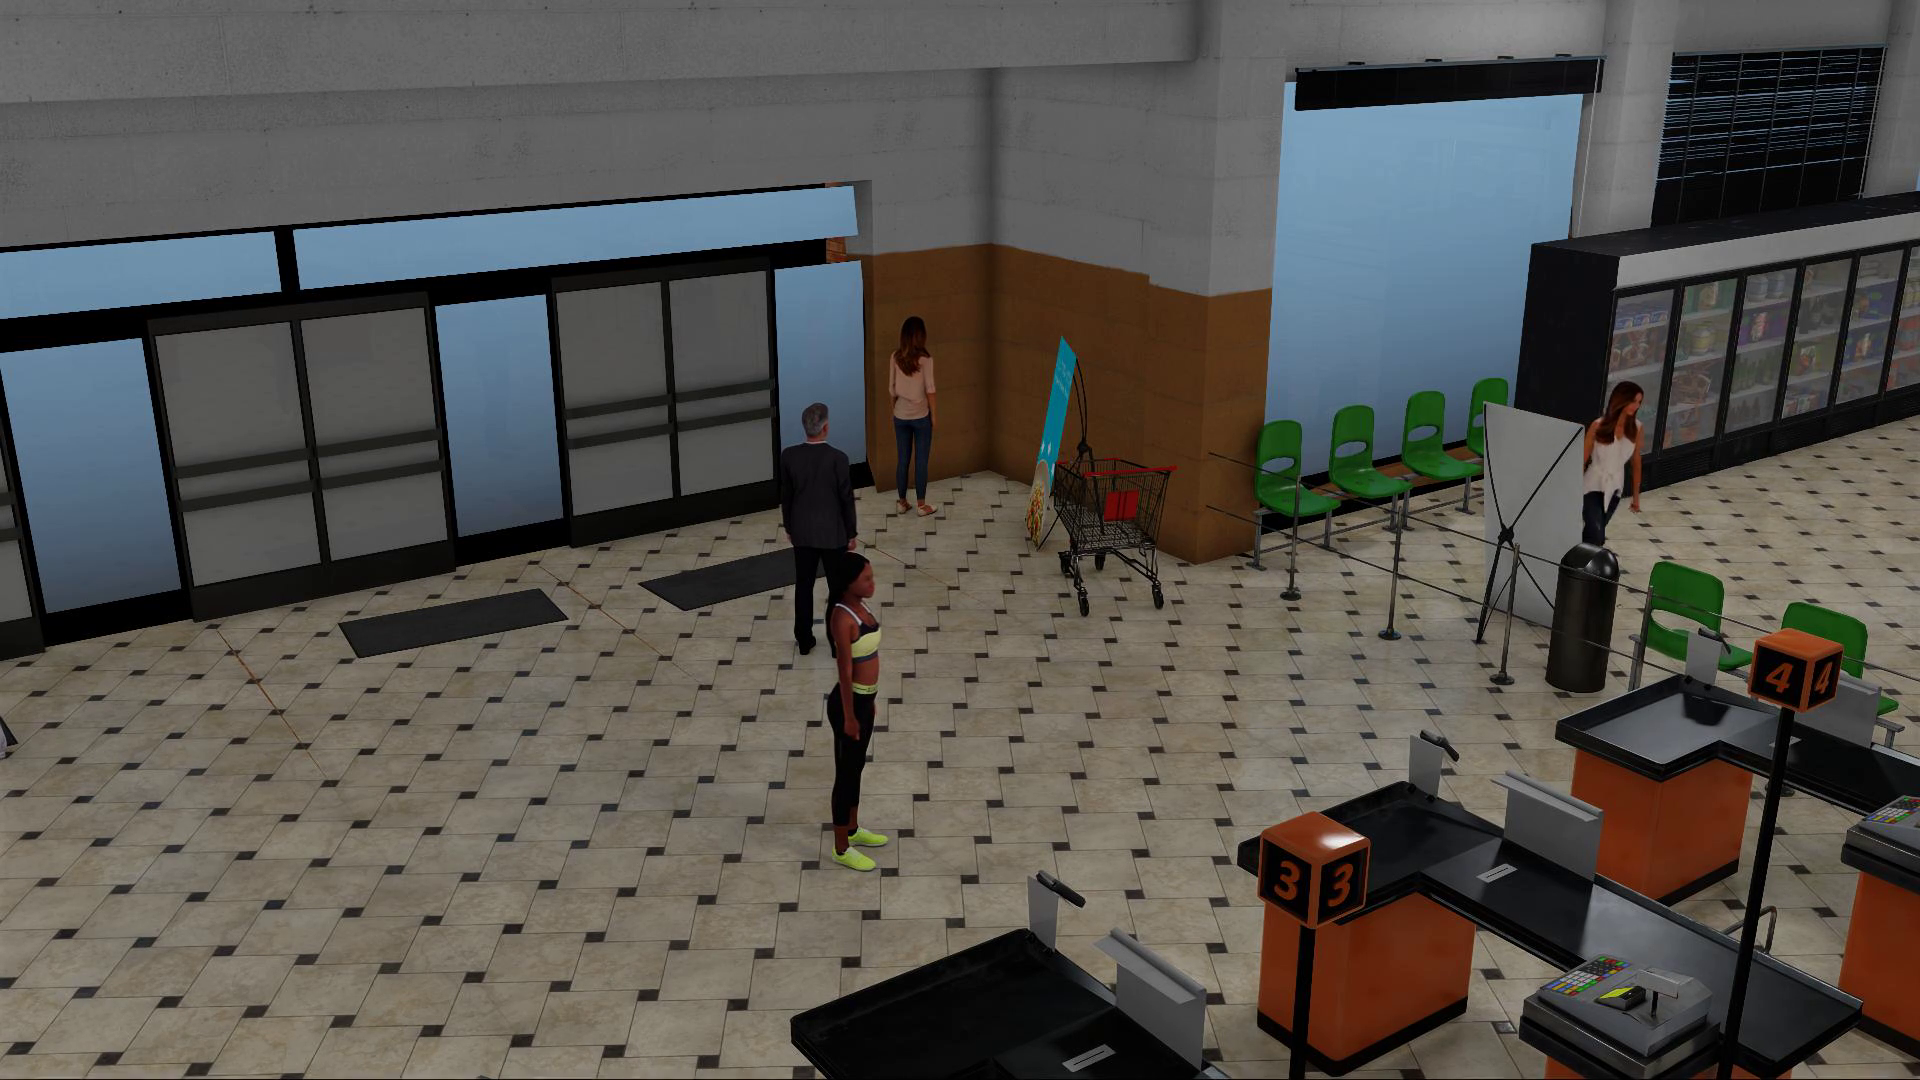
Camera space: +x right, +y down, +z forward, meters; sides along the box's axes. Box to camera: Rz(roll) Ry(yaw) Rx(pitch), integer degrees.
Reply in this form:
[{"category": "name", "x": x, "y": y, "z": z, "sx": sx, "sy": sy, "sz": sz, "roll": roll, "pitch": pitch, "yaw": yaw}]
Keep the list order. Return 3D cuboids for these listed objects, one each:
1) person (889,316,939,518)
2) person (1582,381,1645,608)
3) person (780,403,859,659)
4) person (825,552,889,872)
[{"category": "person", "x": -0.424, "y": -1.102, "z": 14.806, "sx": 0.621, "sy": 1.791, "sz": 0.736, "roll": 8, "pitch": 20, "yaw": 24}, {"category": "person", "x": 4.845, "y": -0.381, "z": 12.740, "sx": 0.883, "sy": 1.744, "sz": 1.114, "roll": -2, "pitch": 19, "yaw": -5}, {"category": "person", "x": -0.980, "y": -0.072, "z": 11.671, "sx": 0.773, "sy": 1.842, "sz": 0.860, "roll": 5, "pitch": 19, "yaw": 15}, {"category": "person", "x": -0.586, "y": 0.898, "z": 8.931, "sx": 0.693, "sy": 1.755, "sz": 0.639, "roll": 4, "pitch": 19, "yaw": 12}]
